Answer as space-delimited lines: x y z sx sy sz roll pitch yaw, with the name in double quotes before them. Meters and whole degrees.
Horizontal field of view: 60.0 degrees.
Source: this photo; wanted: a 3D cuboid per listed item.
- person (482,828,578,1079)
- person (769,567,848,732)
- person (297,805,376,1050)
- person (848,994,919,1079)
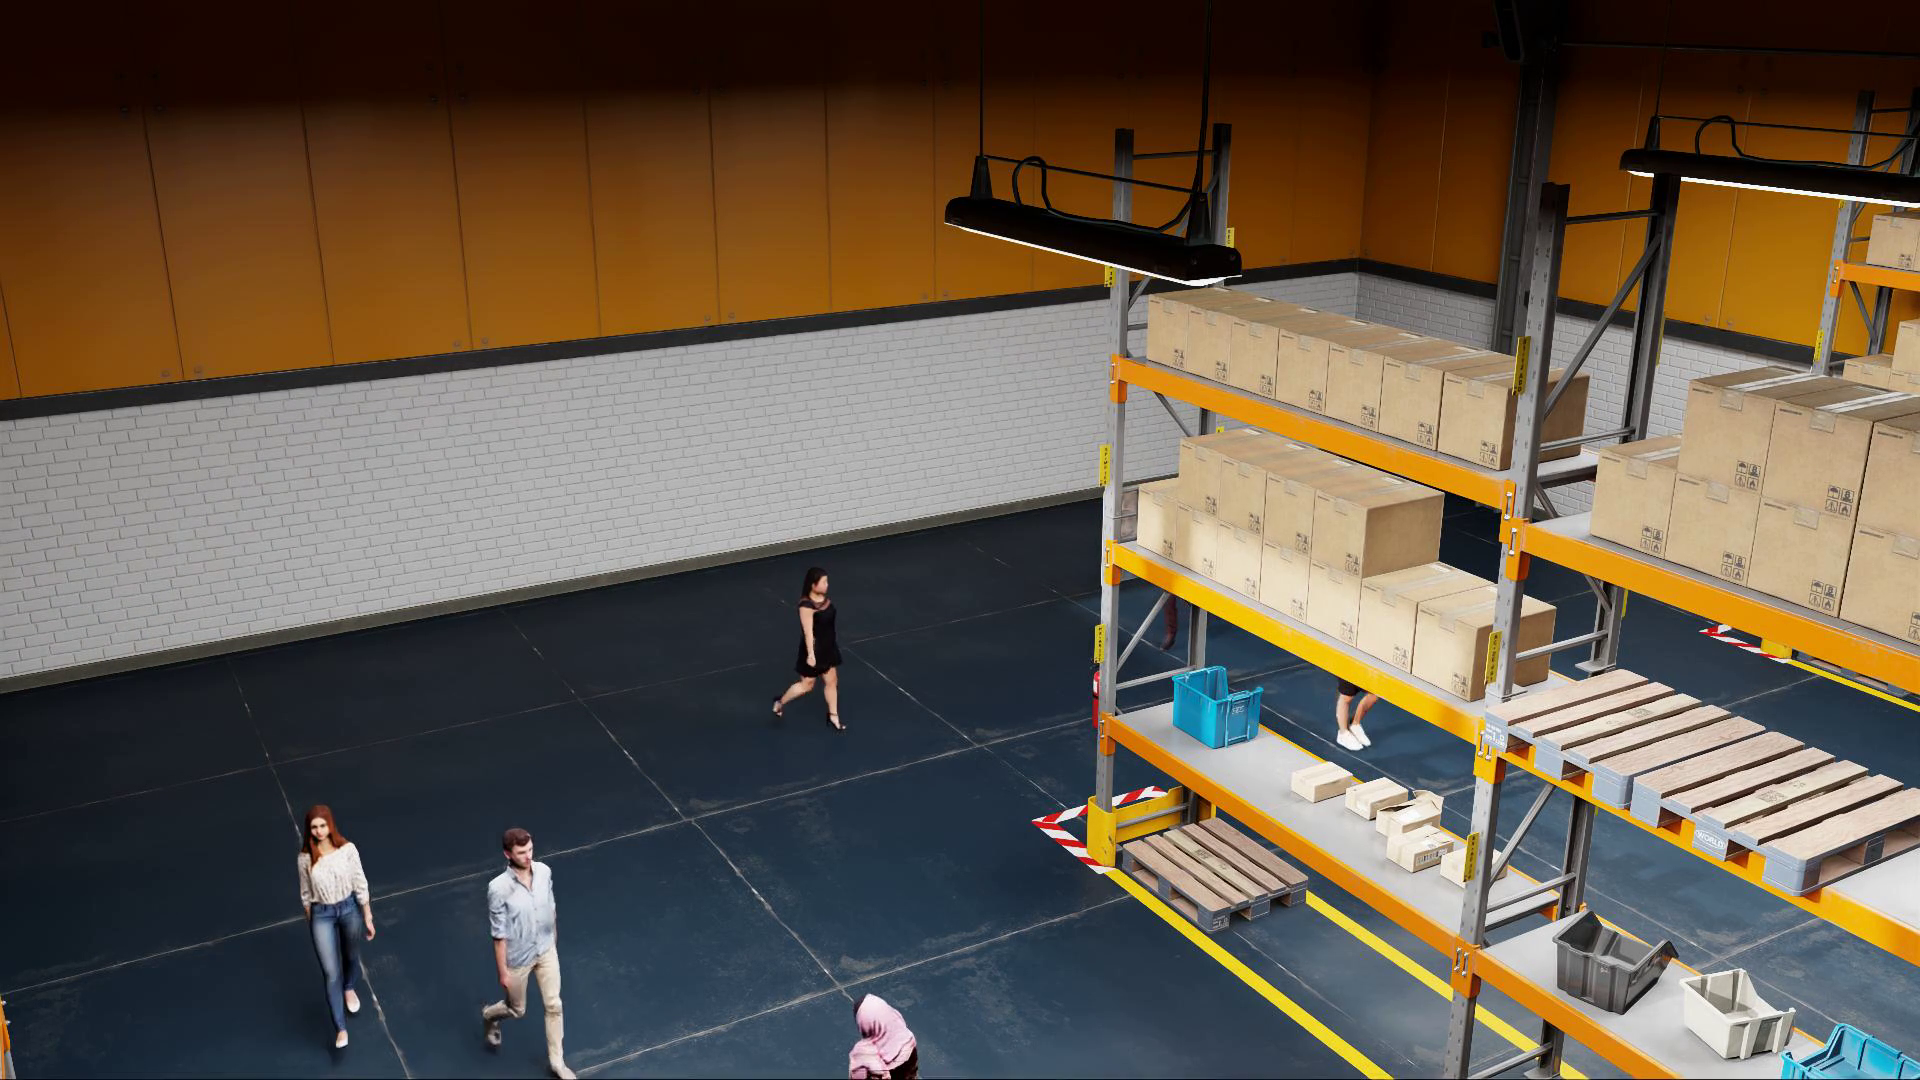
"person" -2.936 2.727 11.082 1.168 1.824 0.874 16 24 39
"person" -1.476 1.084 16.171 1.108 1.689 1.054 5 19 13
"person" -4.365 2.607 11.648 0.659 1.691 1.091 -9 20 -24
"person" -0.381 3.350 9.575 0.717 1.606 1.006 -8 20 -22
